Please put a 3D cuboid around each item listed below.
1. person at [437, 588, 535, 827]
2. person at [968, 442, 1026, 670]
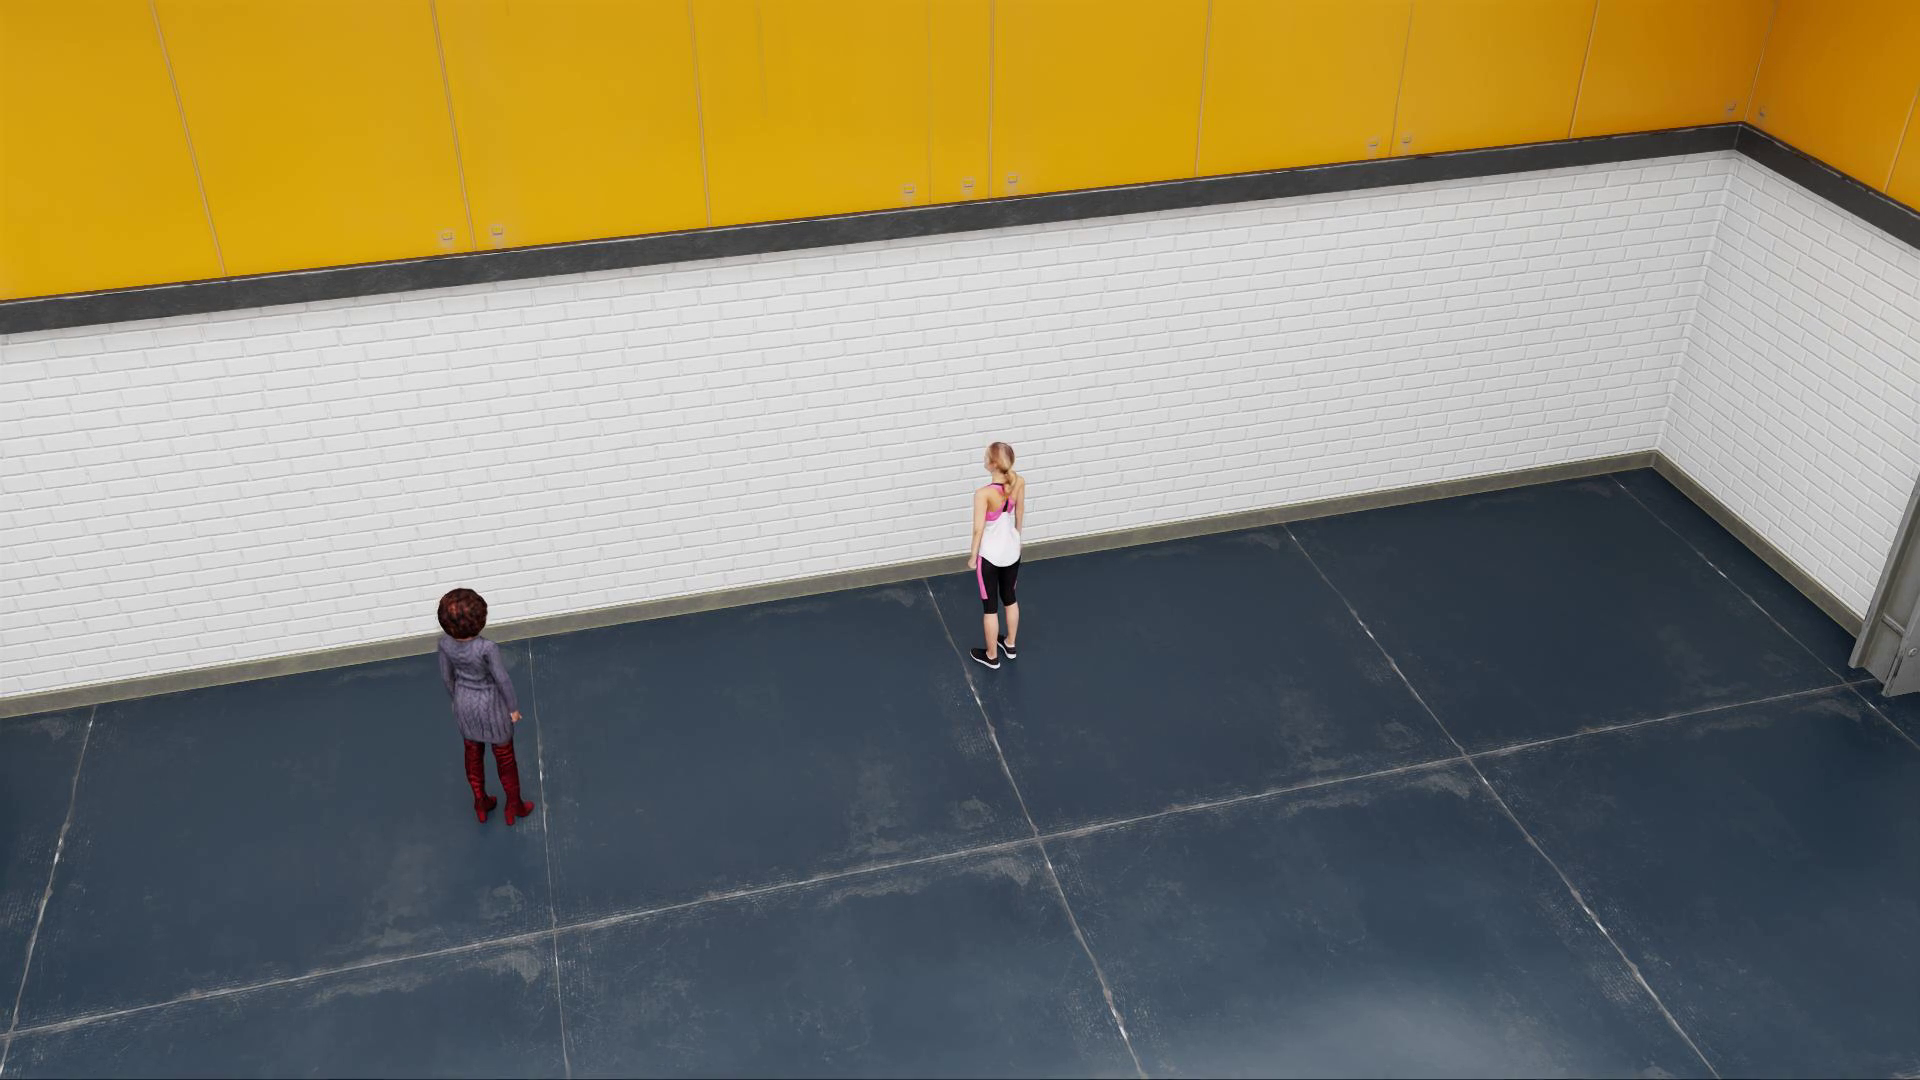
[{"bbox_3d":[-2.941,1.034,10.212,0.668,1.710,0.668,8,34,12],"label":"person"},{"bbox_3d":[0.265,0.101,11.548,0.678,1.785,0.648,-23,40,-31],"label":"person"}]
